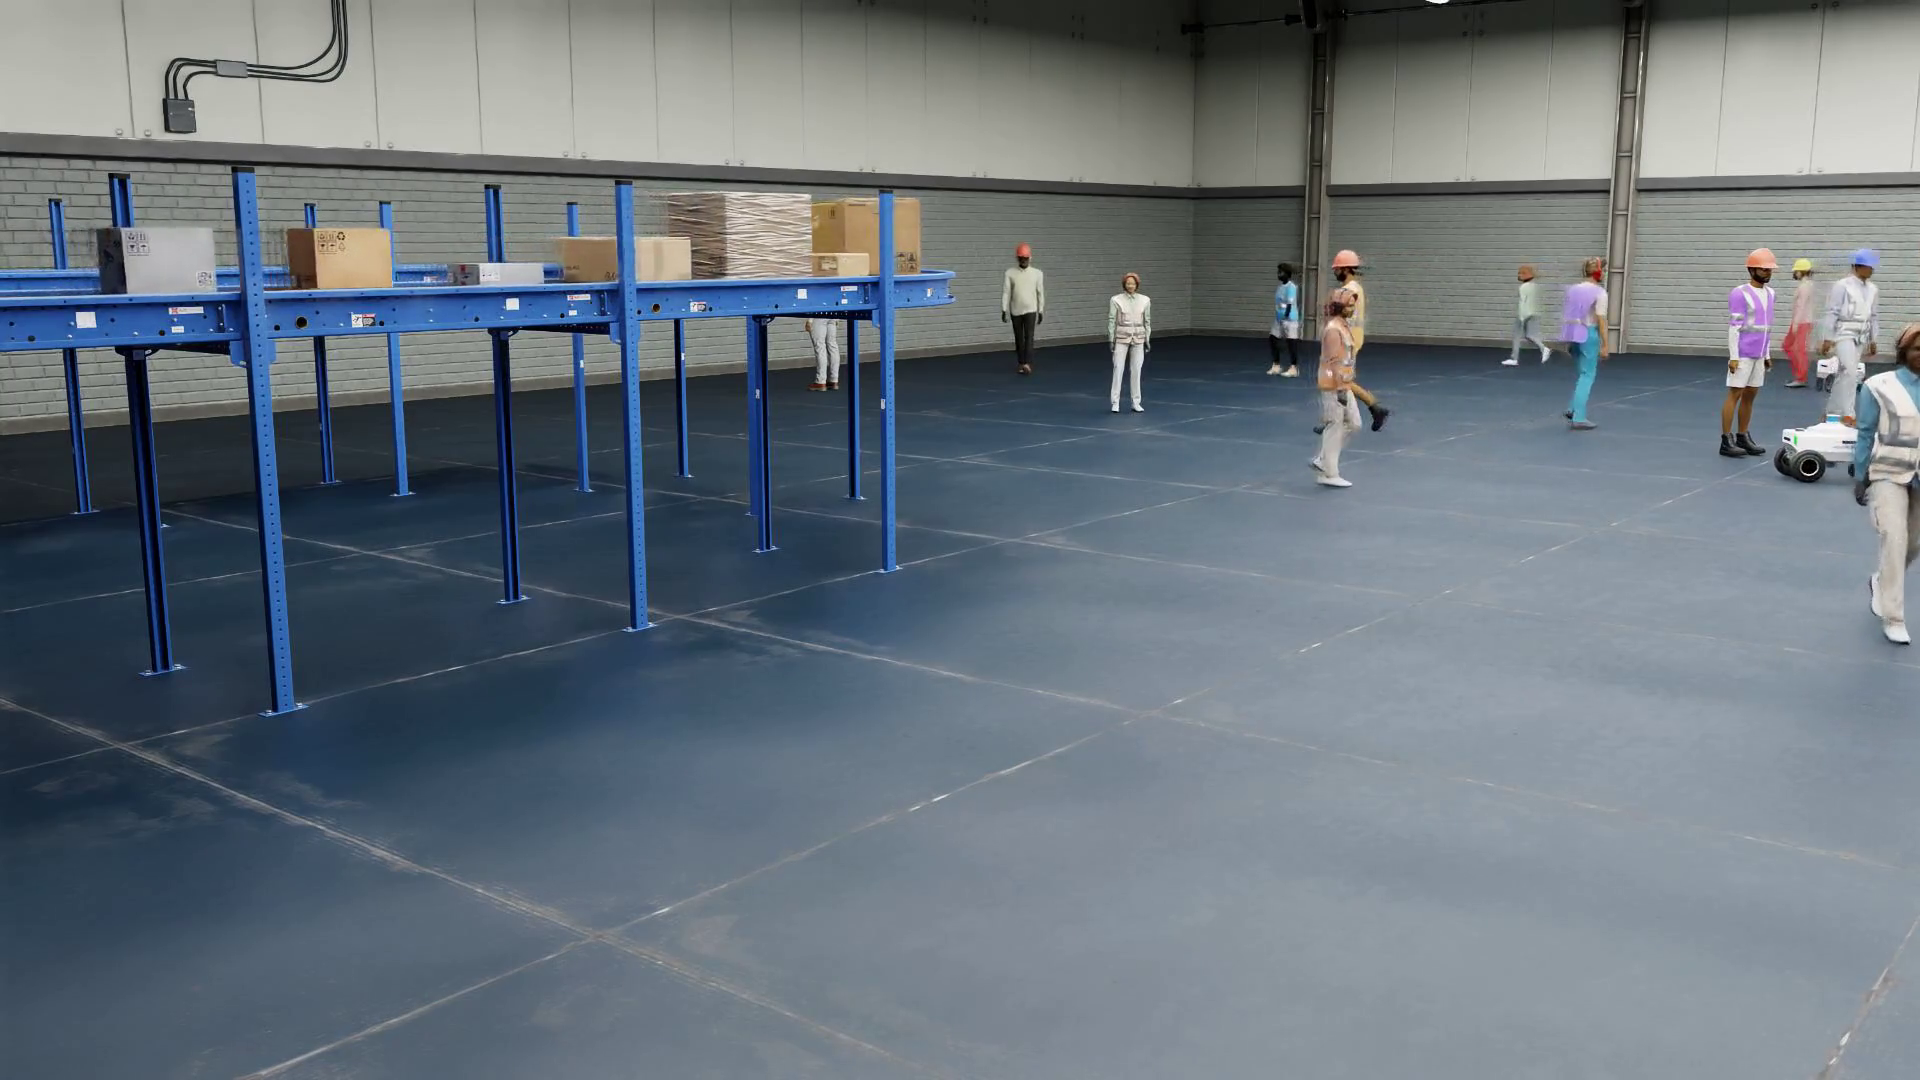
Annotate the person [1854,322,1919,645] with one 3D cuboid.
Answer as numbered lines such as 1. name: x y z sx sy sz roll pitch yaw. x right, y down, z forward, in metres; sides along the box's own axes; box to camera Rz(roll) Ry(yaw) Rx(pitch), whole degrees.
1. person: 4.877 -0.324 8.584 0.522 1.610 0.763 2 10 10

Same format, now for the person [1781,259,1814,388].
1. person: 11.491 -2.977 22.865 0.450 1.751 0.546 5 11 26

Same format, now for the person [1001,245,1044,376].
1. person: 0.941 -3.460 25.070 0.631 1.936 1.051 1 10 6

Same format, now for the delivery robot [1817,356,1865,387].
1. delivery robot: 11.793 -2.290 22.263 0.477 0.478 0.707 0 10 2

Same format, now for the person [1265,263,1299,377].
1. person: 4.758 -3.245 24.563 0.570 1.677 0.541 -3 11 -14

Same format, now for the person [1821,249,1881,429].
1. person: 9.598 -2.135 17.777 0.642 1.909 0.778 -5 11 -24

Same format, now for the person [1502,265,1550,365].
1. person: 9.204 -3.639 26.943 0.505 1.610 0.671 -10 14 -43

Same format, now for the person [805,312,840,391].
1. person: -1.851 -2.990 22.447 0.357 1.938 0.637 8 13 38

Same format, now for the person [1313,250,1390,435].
1. person: 4.079 -2.027 17.179 0.725 1.921 0.548 4 11 23

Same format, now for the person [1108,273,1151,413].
1. person: 1.994 -2.322 19.583 0.520 1.636 0.312 -2 10 -10

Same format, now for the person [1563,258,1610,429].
1. person: 6.747 -2.109 17.871 0.470 1.826 0.590 -2 11 -14

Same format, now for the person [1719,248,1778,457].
1. person: 7.455 -1.763 15.652 0.547 1.938 0.378 -5 12 -27

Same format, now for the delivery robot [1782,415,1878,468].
1. delivery robot: 7.400 -0.823 14.132 0.707 0.478 0.477 2 10 9

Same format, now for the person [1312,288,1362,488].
1. person: 3.105 -1.238 13.597 0.368 1.623 0.533 4 11 22
